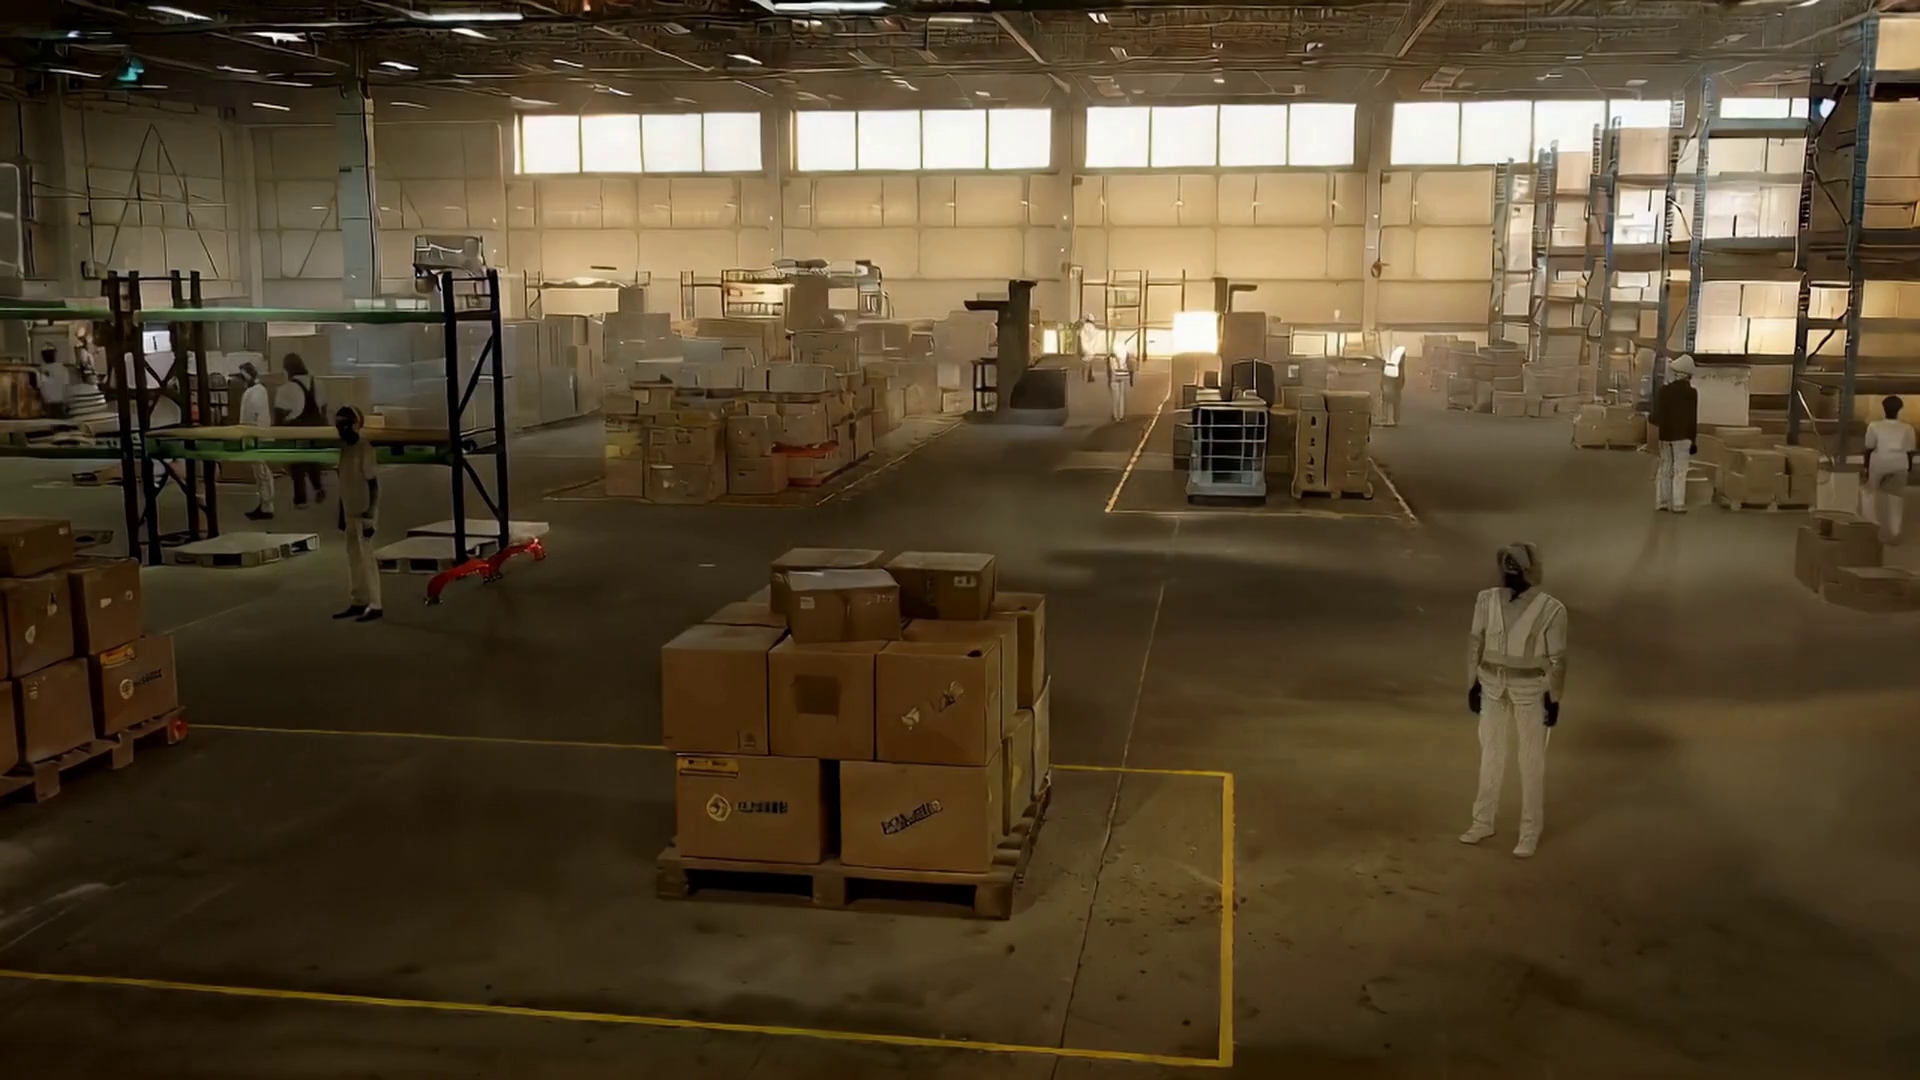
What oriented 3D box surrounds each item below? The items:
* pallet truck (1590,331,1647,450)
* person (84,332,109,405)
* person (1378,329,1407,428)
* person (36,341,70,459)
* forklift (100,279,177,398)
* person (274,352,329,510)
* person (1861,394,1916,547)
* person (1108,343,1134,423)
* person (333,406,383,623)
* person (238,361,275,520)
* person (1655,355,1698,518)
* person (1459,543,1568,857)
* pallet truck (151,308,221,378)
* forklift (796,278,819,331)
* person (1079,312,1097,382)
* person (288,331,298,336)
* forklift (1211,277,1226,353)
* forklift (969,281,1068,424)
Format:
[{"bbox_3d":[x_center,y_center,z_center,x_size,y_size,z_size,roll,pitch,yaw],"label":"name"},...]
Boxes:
[{"bbox_3d":[11.253,-2.573,28.499,0.823,1.965,1.885,5,10,27],"label":"pallet truck"},{"bbox_3d":[-18.714,-3.652,36.082,0.319,1.697,0.532,2,10,14],"label":"person"},{"bbox_3d":[8.355,-3.112,32.102,0.397,1.911,0.587,-5,11,-30],"label":"person"},{"bbox_3d":[-14.589,-2.249,26.759,0.618,1.907,0.445,2,9,14],"label":"person"},{"bbox_3d":[-19.606,-4.720,39.027,1.873,2.768,1.129,1,9,9],"label":"forklift"},{"bbox_3d":[-8.383,-1.391,21.076,0.539,2.000,0.685,5,10,27],"label":"person"},{"bbox_3d":[10.292,-0.790,18.497,0.556,1.661,0.733,1,9,9],"label":"person"},{"bbox_3d":[3.243,-3.177,33.462,0.529,1.595,0.847,0,9,0],"label":"person"},{"bbox_3d":[-5.235,-0.224,14.392,0.508,1.876,0.328,7,12,39],"label":"person"},{"bbox_3d":[-8.605,-1.218,20.320,0.363,1.939,0.636,-5,11,-30],"label":"person"},{"bbox_3d":[8.832,-1.267,20.455,0.377,1.995,0.612,-3,10,-19],"label":"person"},{"bbox_3d":[2.896,0.821,8.674,0.515,1.636,0.315,9,13,43],"label":"person"},{"bbox_3d":[-21.869,-5.598,47.154,0.823,1.965,1.885,4,10,26],"label":"pallet truck"},{"bbox_3d":[-3.865,-5.259,42.346,1.873,2.768,1.129,1,9,9],"label":"forklift"},{"bbox_3d":[3.528,-5.227,45.148,0.434,1.908,0.586,6,11,31],"label":"person"},{"bbox_3d":[-12.567,-3.005,31.504,0.646,1.896,1.003,0,9,-1],"label":"person"},{"bbox_3d":[7.536,-6.242,48.408,1.873,2.768,1.129,1,9,9],"label":"forklift"},{"bbox_3d":[1.194,-3.753,33.059,1.873,2.768,1.129,1,9,9],"label":"forklift"}]
